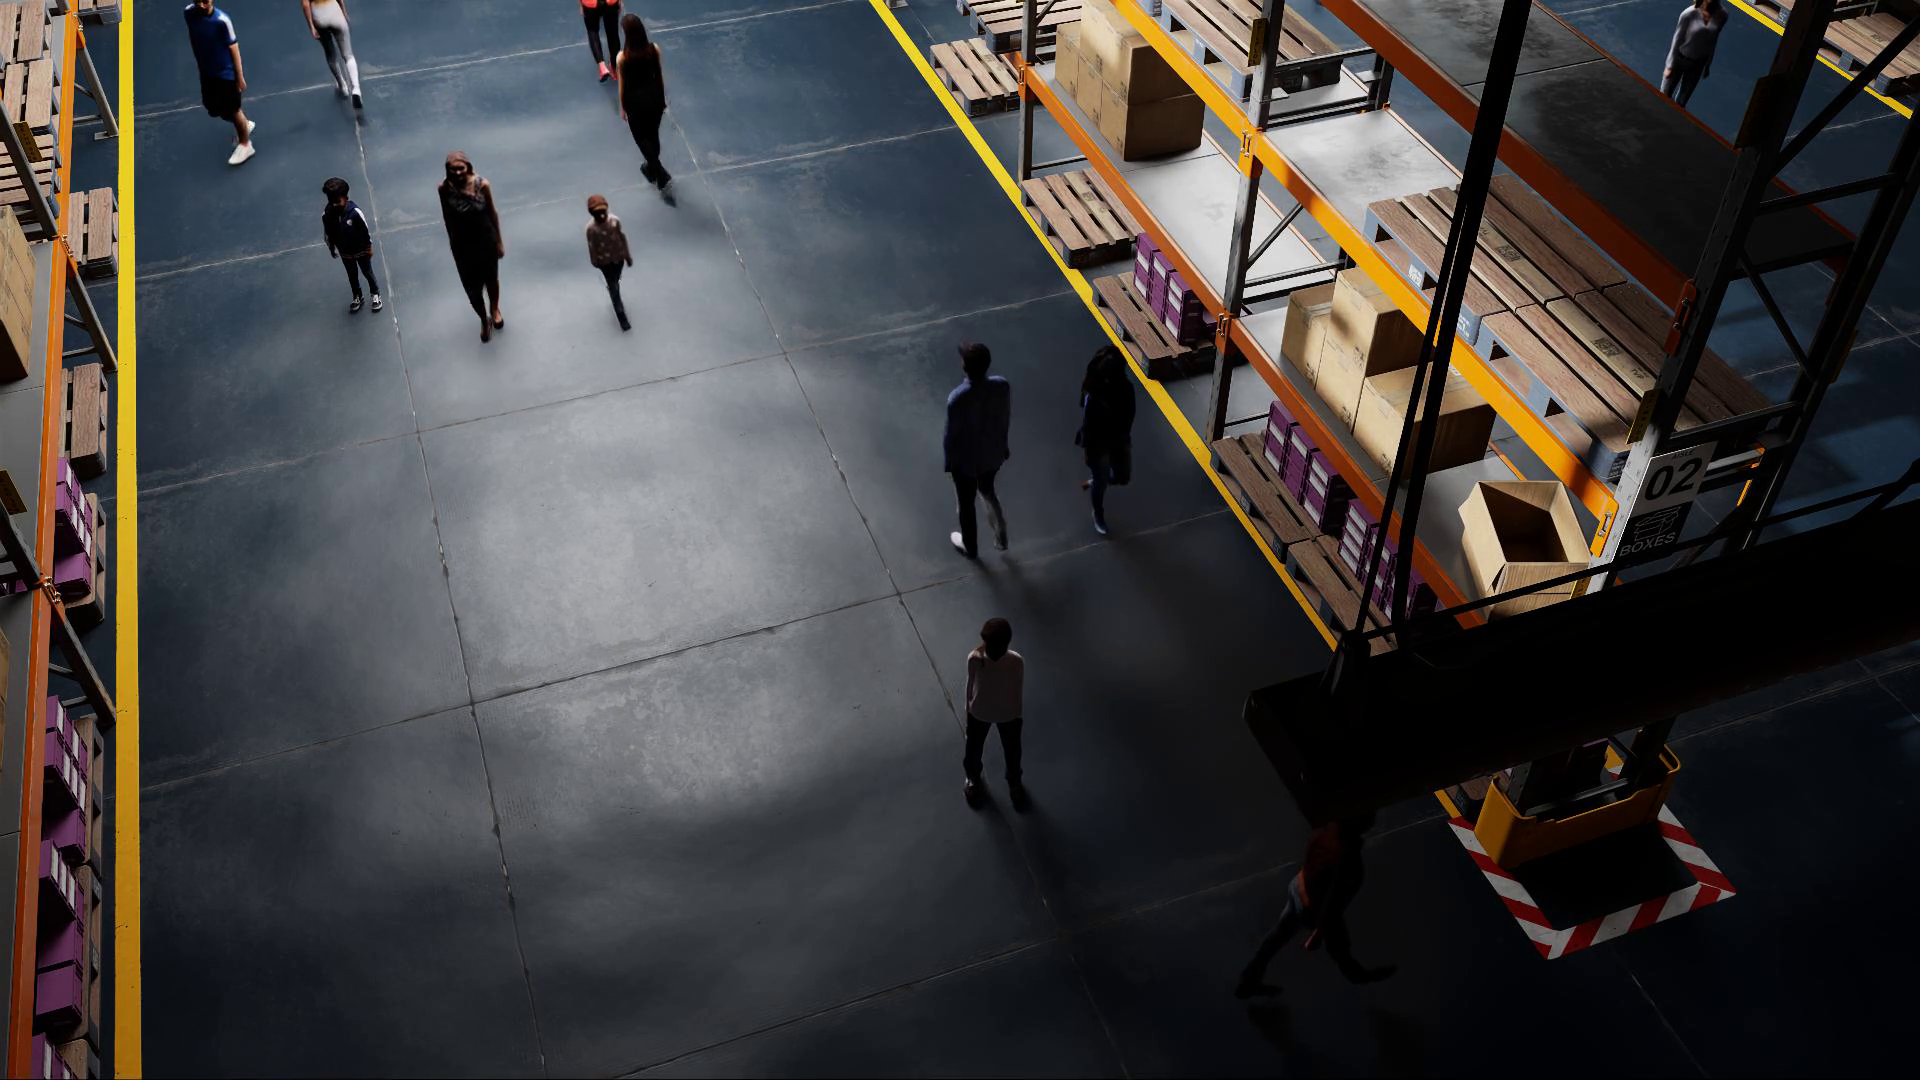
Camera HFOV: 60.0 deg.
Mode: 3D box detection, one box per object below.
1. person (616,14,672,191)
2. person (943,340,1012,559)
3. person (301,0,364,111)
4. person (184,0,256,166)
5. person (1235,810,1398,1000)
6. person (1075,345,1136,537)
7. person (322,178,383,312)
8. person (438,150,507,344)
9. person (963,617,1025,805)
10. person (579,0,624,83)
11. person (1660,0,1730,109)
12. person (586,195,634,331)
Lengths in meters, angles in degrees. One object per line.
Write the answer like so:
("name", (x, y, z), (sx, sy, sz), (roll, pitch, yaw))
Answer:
("person", (-2.848, -3.941, 15.143), (0.739, 1.677, 0.954), (-25, 49, -24))
("person", (0.156, -0.545, 11.433), (0.713, 1.877, 0.778), (-21, 48, -21))
("person", (-6.159, -5.032, 16.284), (0.634, 1.682, 1.044), (-19, 47, -19))
("person", (-6.825, -4.400, 15.512), (0.888, 1.833, 0.937), (15, 46, 15))
("person", (1.822, 1.967, 8.911), (0.895, 1.719, 1.135), (-4, 44, -4))
("person", (1.009, -0.729, 11.819), (0.672, 1.611, 0.698), (-21, 47, -21))
("person", (-5.101, -2.483, 13.942), (0.577, 1.221, 0.567), (-2, 44, -2))
("person", (-3.954, -2.488, 13.611), (0.644, 1.687, 0.721), (-8, 44, -9))
("person", (0.213, 1.007, 10.038), (0.615, 1.554, 0.615), (3, 44, 3))
("person", (-3.568, -5.317, 16.584), (0.626, 1.681, 0.816), (-10, 45, -10))
("person", (6.807, -4.442, 15.582), (0.651, 1.796, 0.621), (1, 44, 1))
("person", (-2.930, -2.391, 13.881), (0.567, 1.173, 0.882), (-22, 48, -22))
